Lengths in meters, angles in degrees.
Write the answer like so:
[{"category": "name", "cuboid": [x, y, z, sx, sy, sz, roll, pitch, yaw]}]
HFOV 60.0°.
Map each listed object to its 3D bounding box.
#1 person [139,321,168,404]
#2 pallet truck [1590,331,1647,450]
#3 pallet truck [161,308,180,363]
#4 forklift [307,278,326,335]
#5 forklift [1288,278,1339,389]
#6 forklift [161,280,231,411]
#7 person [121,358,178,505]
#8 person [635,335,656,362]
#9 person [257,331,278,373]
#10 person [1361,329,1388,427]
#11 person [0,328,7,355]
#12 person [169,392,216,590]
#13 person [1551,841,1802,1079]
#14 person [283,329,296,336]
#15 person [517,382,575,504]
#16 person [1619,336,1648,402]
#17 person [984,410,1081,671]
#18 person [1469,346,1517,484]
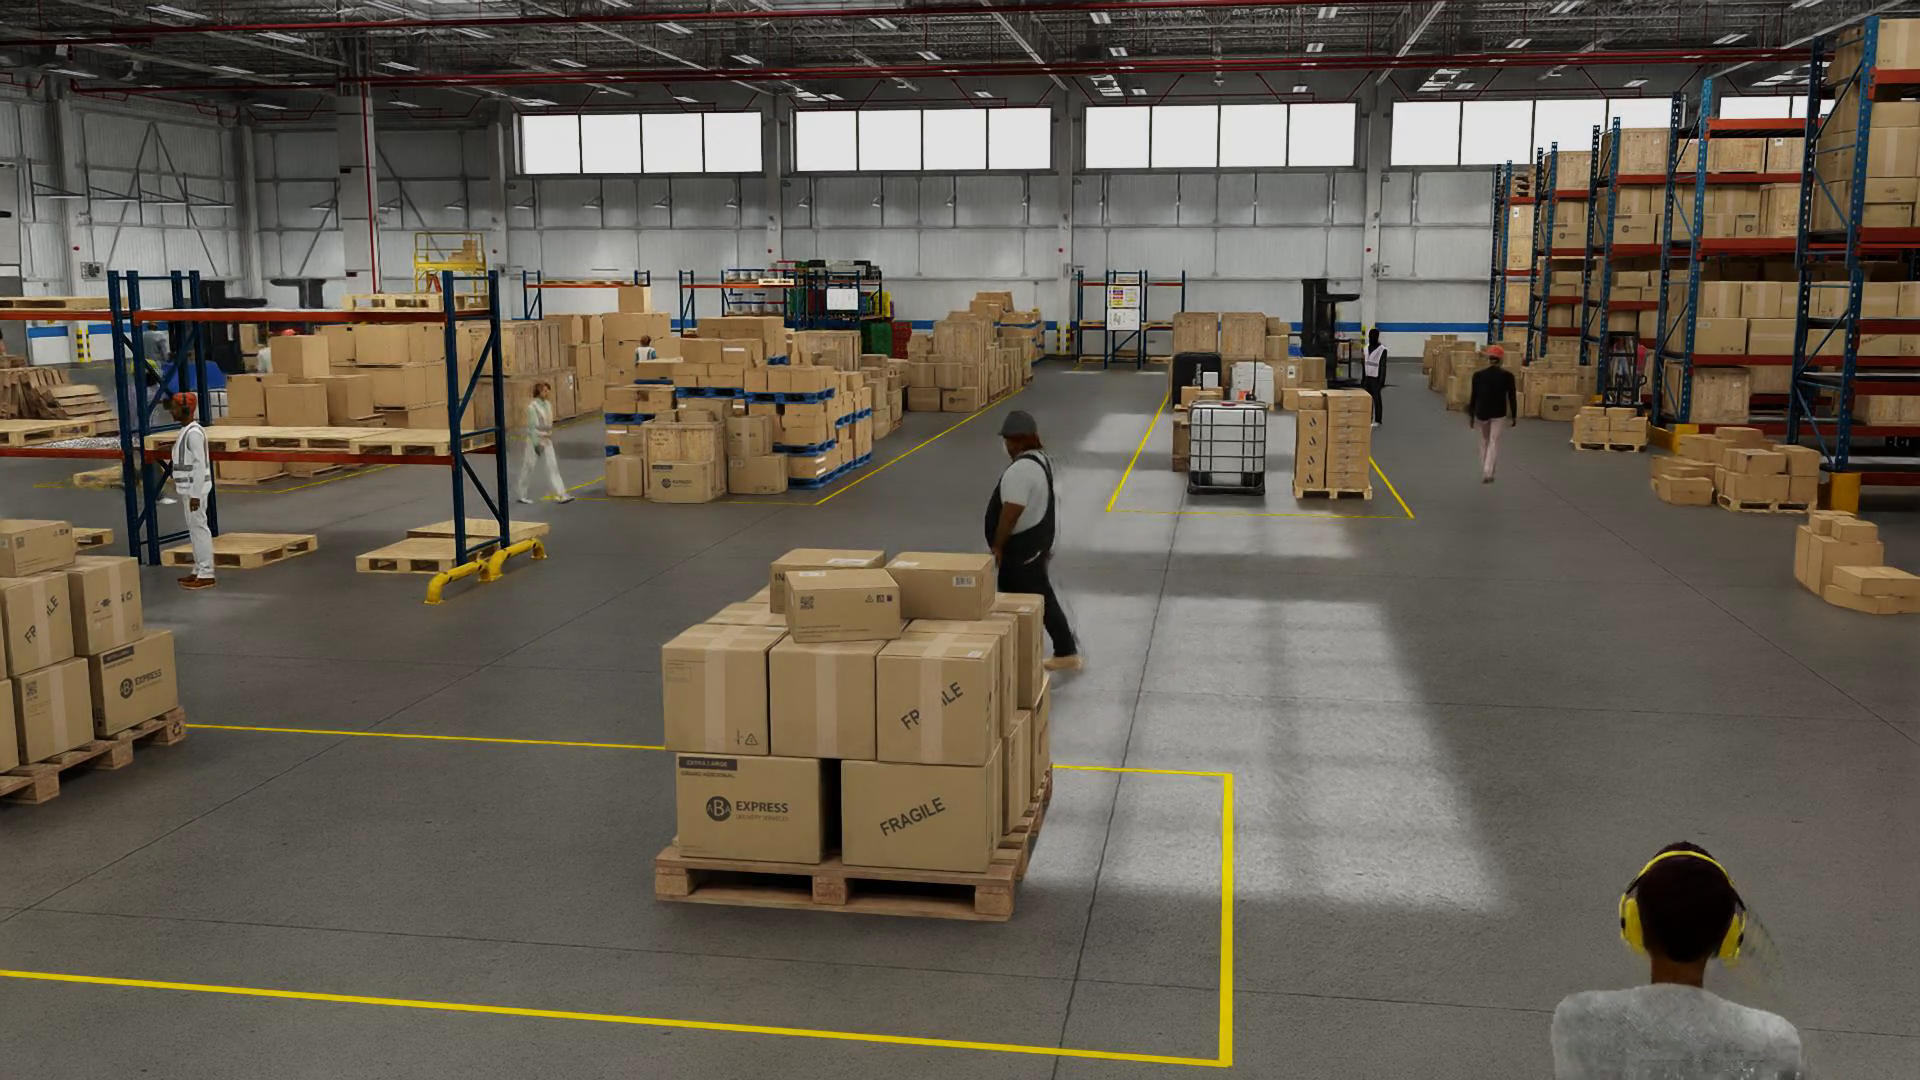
[{"category": "person", "cuboid": [-18.356, -4.053, 37.879, 0.644, 1.927, 0.390, 0, 9, 2]}, {"category": "pallet truck", "cuboid": [11.253, -2.573, 28.499, 0.823, 1.965, 1.885, 5, 10, 27]}, {"category": "pallet truck", "cuboid": [-21.869, -5.598, 47.154, 0.823, 1.965, 1.885, 4, 10, 26]}, {"category": "forklift", "cuboid": [-16.718, -5.419, 43.336, 1.873, 2.768, 1.129, -3, 10, -17]}, {"category": "forklift", "cuboid": [9.079, -5.337, 42.828, 1.873, 2.768, 1.129, 6, 11, 34]}, {"category": "forklift", "cuboid": [-15.980, -4.153, 35.530, 1.129, 2.768, 1.873, 9, 13, 43]}, {"category": "person", "cuboid": [-10.496, -1.385, 21.441, 0.541, 1.907, 0.601, -5, 11, -30]}, {"category": "person", "cuboid": [-6.784, -3.607, 35.978, 0.522, 1.638, 0.310, 3, 10, 19]}, {"category": "person", "cuboid": [-12.606, -2.872, 30.596, 0.652, 1.911, 0.647, 0, 9, -2]}, {"category": "person", "cuboid": [8.052, -3.145, 32.312, 0.387, 1.910, 0.591, -5, 10, -28]}, {"category": "person", "cuboid": [-22.573, -4.141, 39.082, 0.315, 1.699, 0.540, -2, 9, -10]}, {"category": "person", "cuboid": [-7.329, -0.469, 15.868, 0.345, 1.882, 0.584, -6, 11, -32]}, {"category": "person", "cuboid": [1.529, 1.543, 3.653, 0.545, 1.821, 0.954, 3, 10, 16]}, {"category": "person", "cuboid": [-13.099, -3.131, 32.224, 0.625, 1.907, 0.578, 1, 9, 7]}, {"category": "person", "cuboid": [-5.411, -1.240, 21.490, 0.849, 1.596, 0.539, 4, 10, 24]}, {"category": "person", "cuboid": [13.063, -3.124, 32.375, 0.633, 1.843, 0.429, -6, 11, -31]}, {"category": "person", "cuboid": [0.477, -0.030, 12.680, 1.022, 2.000, 0.687, 2, 9, 12]}, {"category": "person", "cuboid": [7.695, -1.807, 23.930, 0.626, 1.941, 1.020, 7, 11, 35]}]
